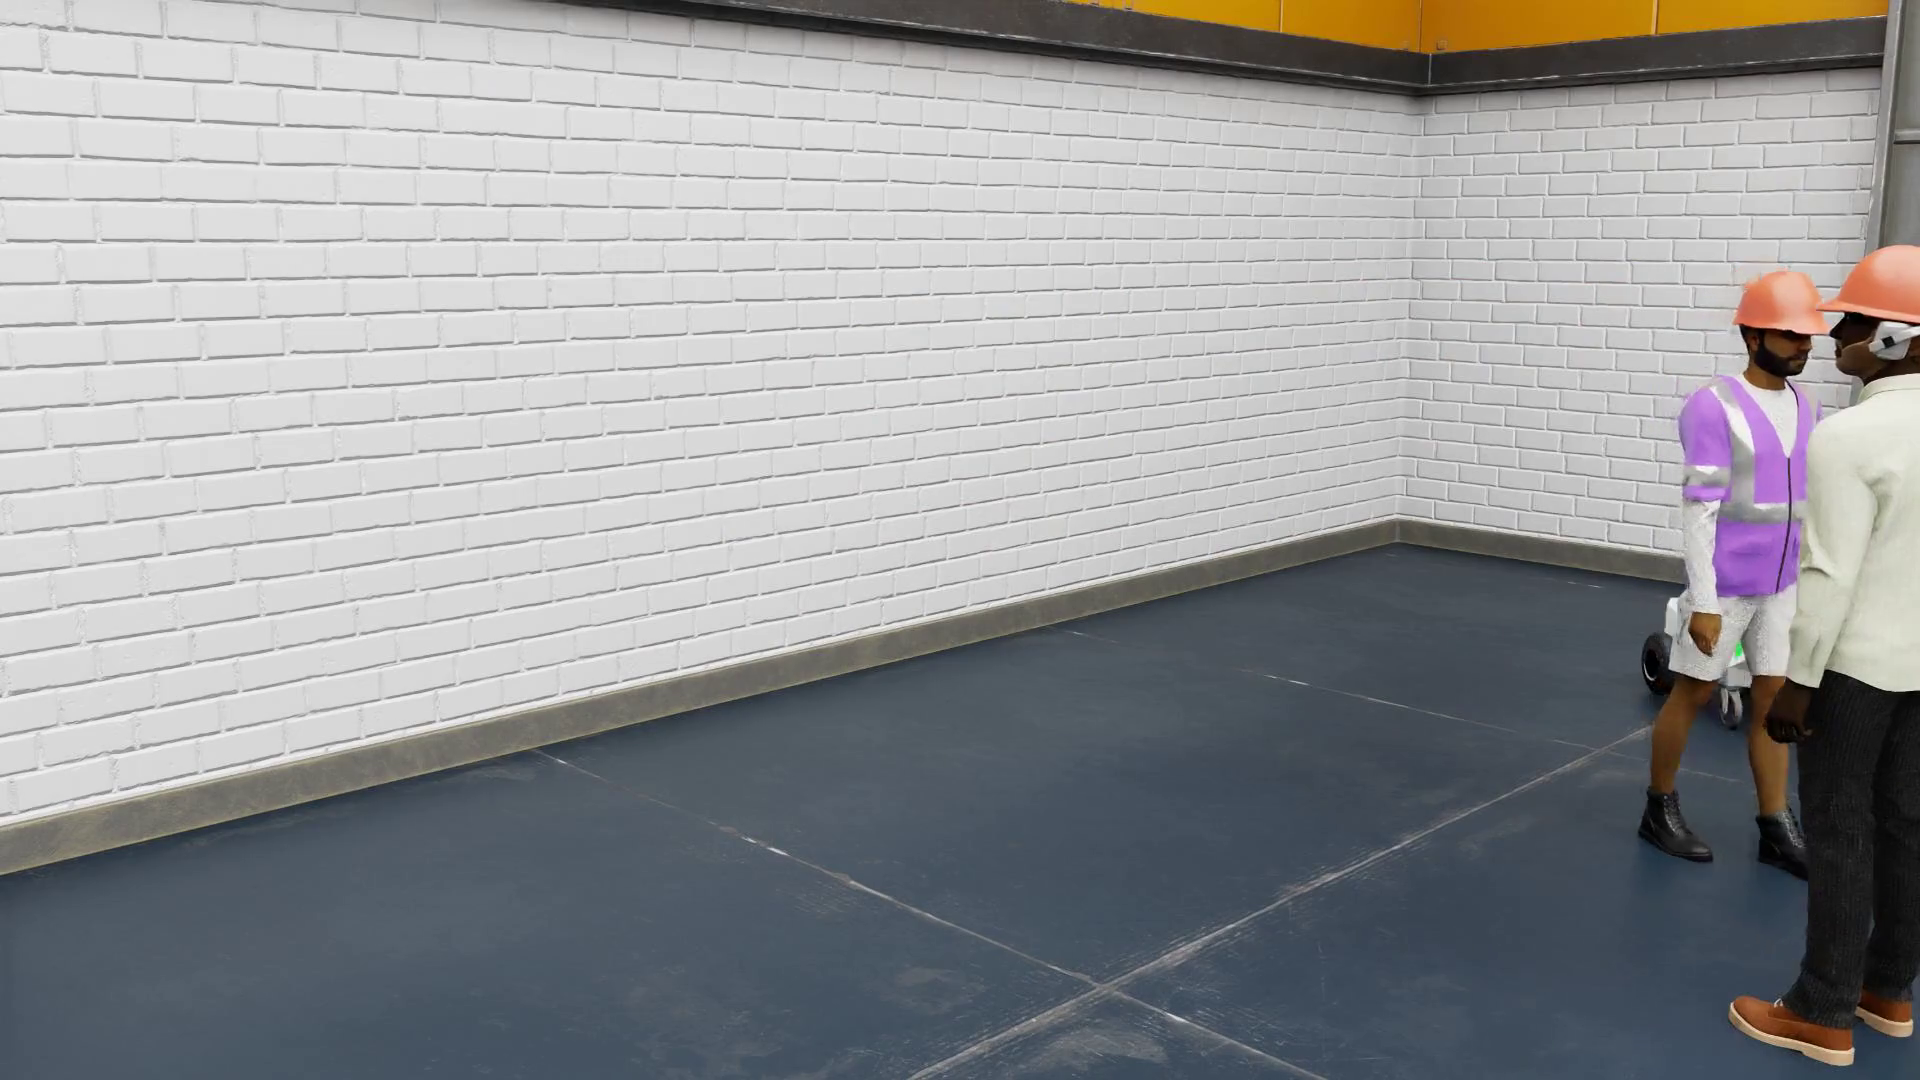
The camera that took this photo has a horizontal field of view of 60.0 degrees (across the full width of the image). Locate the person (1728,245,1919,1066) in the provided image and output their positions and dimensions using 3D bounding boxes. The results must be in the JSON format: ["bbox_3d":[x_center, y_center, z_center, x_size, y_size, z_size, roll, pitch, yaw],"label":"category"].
[{"bbox_3d":[2.228,0.290,4.083,0.615,1.997,0.373,-6,12,-29],"label":"person"}]

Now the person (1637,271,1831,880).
[{"bbox_3d":[2.516,0.132,5.260,0.568,1.920,0.759,-4,11,-23],"label":"person"}]

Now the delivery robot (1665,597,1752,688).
[{"bbox_3d":[3.303,0.414,7.084,0.477,0.478,0.707,0,10,-1],"label":"delivery robot"}]
